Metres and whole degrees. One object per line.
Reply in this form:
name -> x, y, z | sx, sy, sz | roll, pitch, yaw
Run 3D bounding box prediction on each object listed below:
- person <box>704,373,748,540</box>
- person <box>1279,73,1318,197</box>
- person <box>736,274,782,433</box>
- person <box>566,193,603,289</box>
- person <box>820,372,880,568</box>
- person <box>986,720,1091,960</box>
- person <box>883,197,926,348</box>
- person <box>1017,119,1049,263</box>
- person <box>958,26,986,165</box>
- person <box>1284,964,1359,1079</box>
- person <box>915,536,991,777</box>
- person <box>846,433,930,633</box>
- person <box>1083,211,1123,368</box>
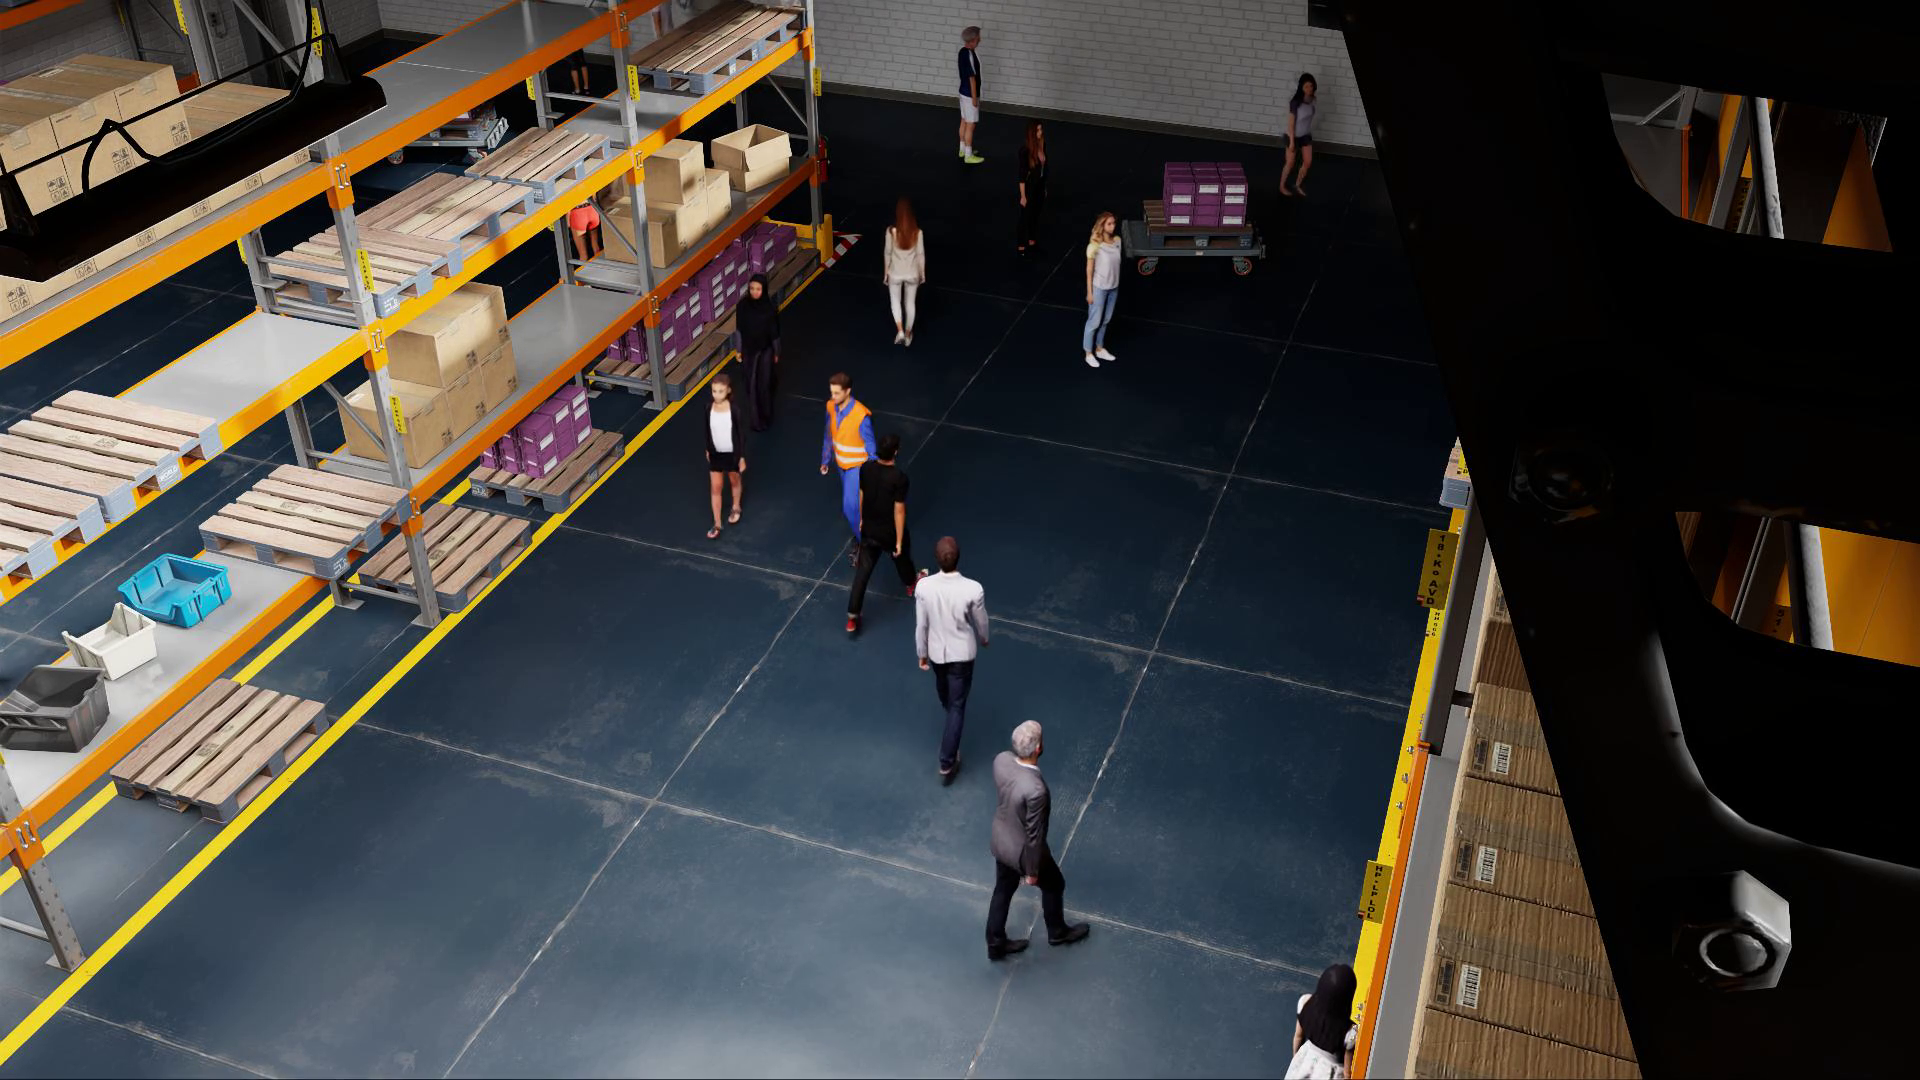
person -> -2.085, -0.840, 14.997 | 0.671, 1.539, 0.900 | 5, 34, 7
person -> 4.347, -5.236, 21.492 | 0.763, 1.669, 0.824 | -28, 43, -35
person -> -1.987, -1.923, 16.578 | 0.615, 1.592, 1.002 | 9, 35, 13
person -> -4.320, -3.725, 19.113 | 0.700, 1.786, 0.584 | 28, 43, 35
person -> -0.865, -0.679, 14.483 | 0.835, 1.840, 0.840 | 28, 43, 35
person -> 0.318, 1.962, 10.536 | 1.124, 1.809, 1.048 | -17, 37, -24
person -> -0.600, -2.818, 17.826 | 0.744, 1.700, 0.819 | -1, 34, -2
person -> 0.863, -4.213, 19.915 | 0.736, 1.712, 0.583 | 25, 41, 33
person -> 0.127, -6.060, 22.583 | 0.786, 1.834, 0.689 | -8, 34, -12
person -> 1.962, 2.974, 9.050 | 0.794, 1.769, 0.772 | -26, 41, -33
person -> -0.086, 0.879, 12.174 | 0.721, 1.800, 1.253 | 9, 35, 14
person -> -0.671, -0.013, 13.611 | 0.763, 1.695, 1.263 | 15, 36, 21
person -> 1.509, -2.665, 17.576 | 0.641, 1.722, 0.767 | -26, 42, -34
